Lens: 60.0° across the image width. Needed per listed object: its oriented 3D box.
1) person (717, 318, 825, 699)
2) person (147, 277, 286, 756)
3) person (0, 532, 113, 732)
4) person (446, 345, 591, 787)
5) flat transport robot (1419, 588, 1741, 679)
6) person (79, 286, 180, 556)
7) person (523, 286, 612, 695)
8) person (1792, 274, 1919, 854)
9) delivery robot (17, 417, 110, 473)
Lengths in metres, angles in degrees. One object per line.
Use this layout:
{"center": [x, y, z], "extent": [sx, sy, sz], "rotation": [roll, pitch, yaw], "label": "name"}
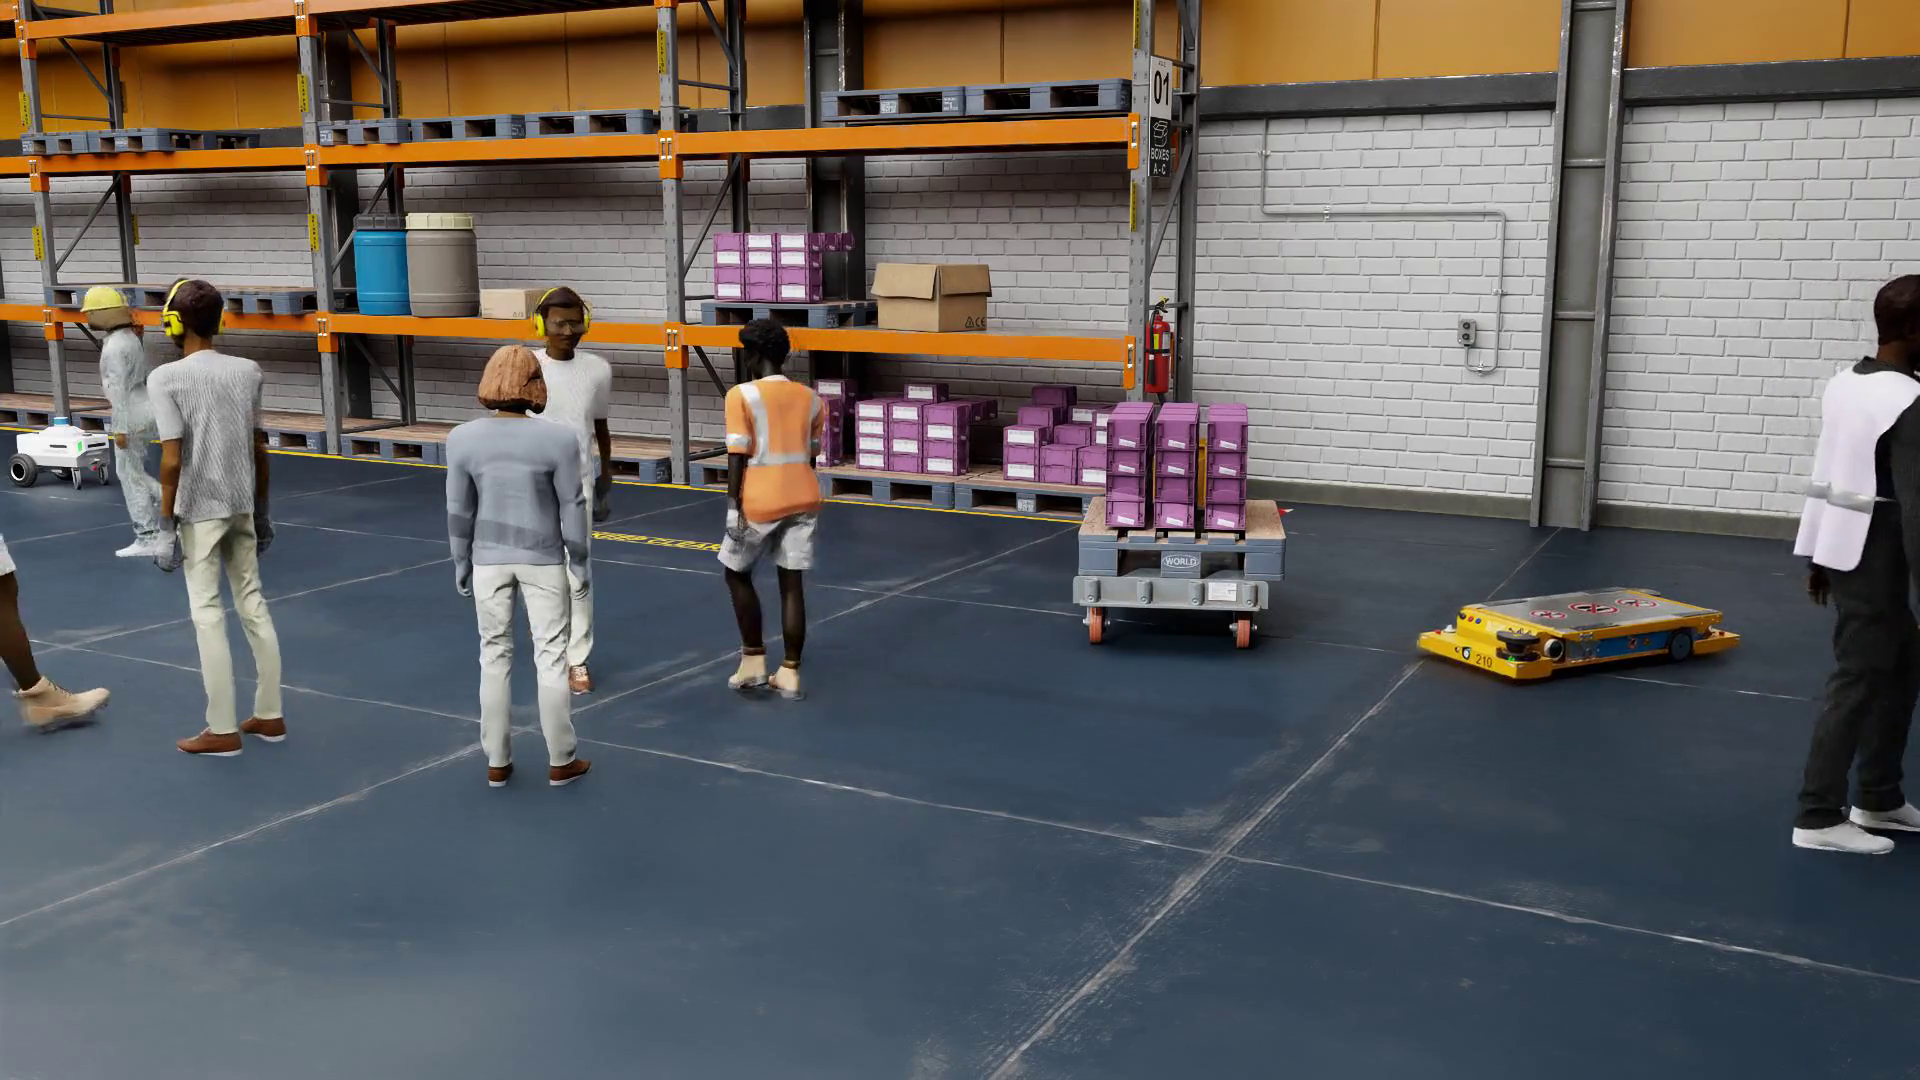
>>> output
{"center": [-0.823, -0.136, 7.326], "extent": [0.556, 1.661, 0.455], "rotation": [-9, 14, -40], "label": "person"}
{"center": [-2.918, -0.084, 6.512], "extent": [0.308, 1.866, 0.532], "rotation": [5, 12, 27], "label": "person"}
{"center": [-3.954, -0.196, 6.704], "extent": [0.667, 2.032, 0.640], "rotation": [-10, 14, -43], "label": "person"}
{"center": [-1.619, 0.102, 6.130], "extent": [0.507, 1.632, 0.267], "rotation": [0, 10, 0], "label": "person"}
{"center": [3.009, 0.432, 8.056], "extent": [1.431, 0.197, 0.652], "rotation": [-5, 11, -25], "label": "flat transport robot"}
{"center": [-5.258, -0.750, 10.553], "extent": [0.480, 1.717, 0.525], "rotation": [-2, 10, -10], "label": "person"}
{"center": [-1.861, -0.262, 7.634], "extent": [0.525, 1.822, 0.887], "rotation": [-5, 11, -24], "label": "person"}
{"center": [3.098, 0.098, 5.424], "extent": [0.673, 1.898, 0.638], "rotation": [1, 10, 7], "label": "person"}
{"center": [-7.302, -0.758, 13.547], "extent": [0.707, 0.478, 0.477], "rotation": [4, 11, 18], "label": "delivery robot"}
